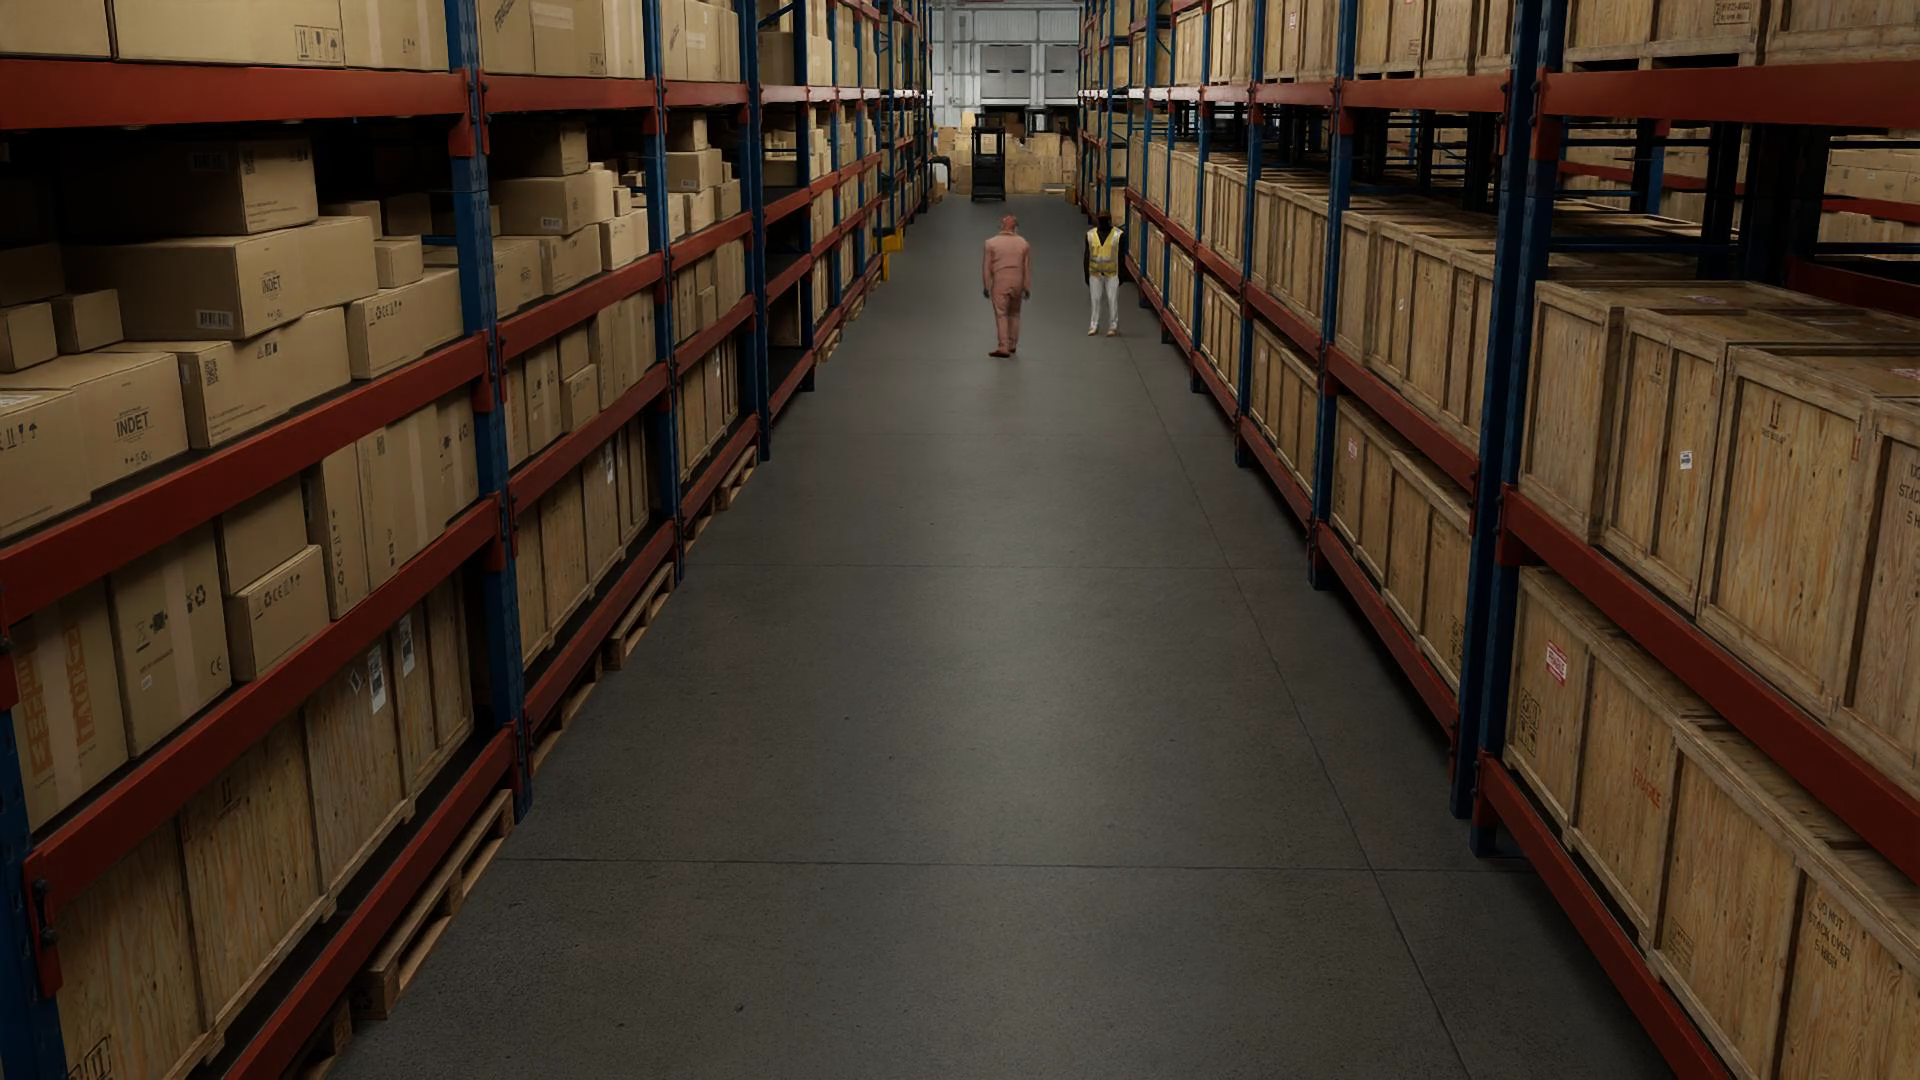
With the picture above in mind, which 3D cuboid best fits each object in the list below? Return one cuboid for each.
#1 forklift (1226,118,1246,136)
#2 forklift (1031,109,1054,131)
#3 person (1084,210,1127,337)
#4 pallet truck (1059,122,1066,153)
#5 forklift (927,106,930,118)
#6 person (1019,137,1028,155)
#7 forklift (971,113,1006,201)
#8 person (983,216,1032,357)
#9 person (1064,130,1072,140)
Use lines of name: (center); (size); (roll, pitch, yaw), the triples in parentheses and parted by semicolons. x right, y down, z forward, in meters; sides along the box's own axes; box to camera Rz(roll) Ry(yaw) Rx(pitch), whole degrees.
forklift: (7.196, -9.612, 43.554); (1.873, 2.768, 1.129); (0, 15, 2)
forklift: (3.499, -16.963, 70.906); (1.129, 2.768, 1.873); (4, 16, 16)
person: (2.098, -3.877, 24.216); (0.619, 1.836, 0.430); (5, 16, 17)
pallet truck: (5.788, -21.111, 88.014); (1.885, 1.965, 0.823); (5, 16, 18)
forklift: (-1.950, -21.151, 86.488); (1.129, 2.768, 1.873); (0, 15, 2)
person: (2.382, -14.477, 63.624); (0.429, 1.842, 0.635); (-6, 16, -20)
forklift: (0.946, -12.625, 54.764); (1.129, 2.768, 1.873); (0, 15, 2)
person: (0.654, -3.415, 22.448); (0.663, 1.867, 0.705); (-3, 15, -10)
person: (5.371, -19.694, 83.358); (0.723, 1.672, 0.539); (-12, 19, -38)
